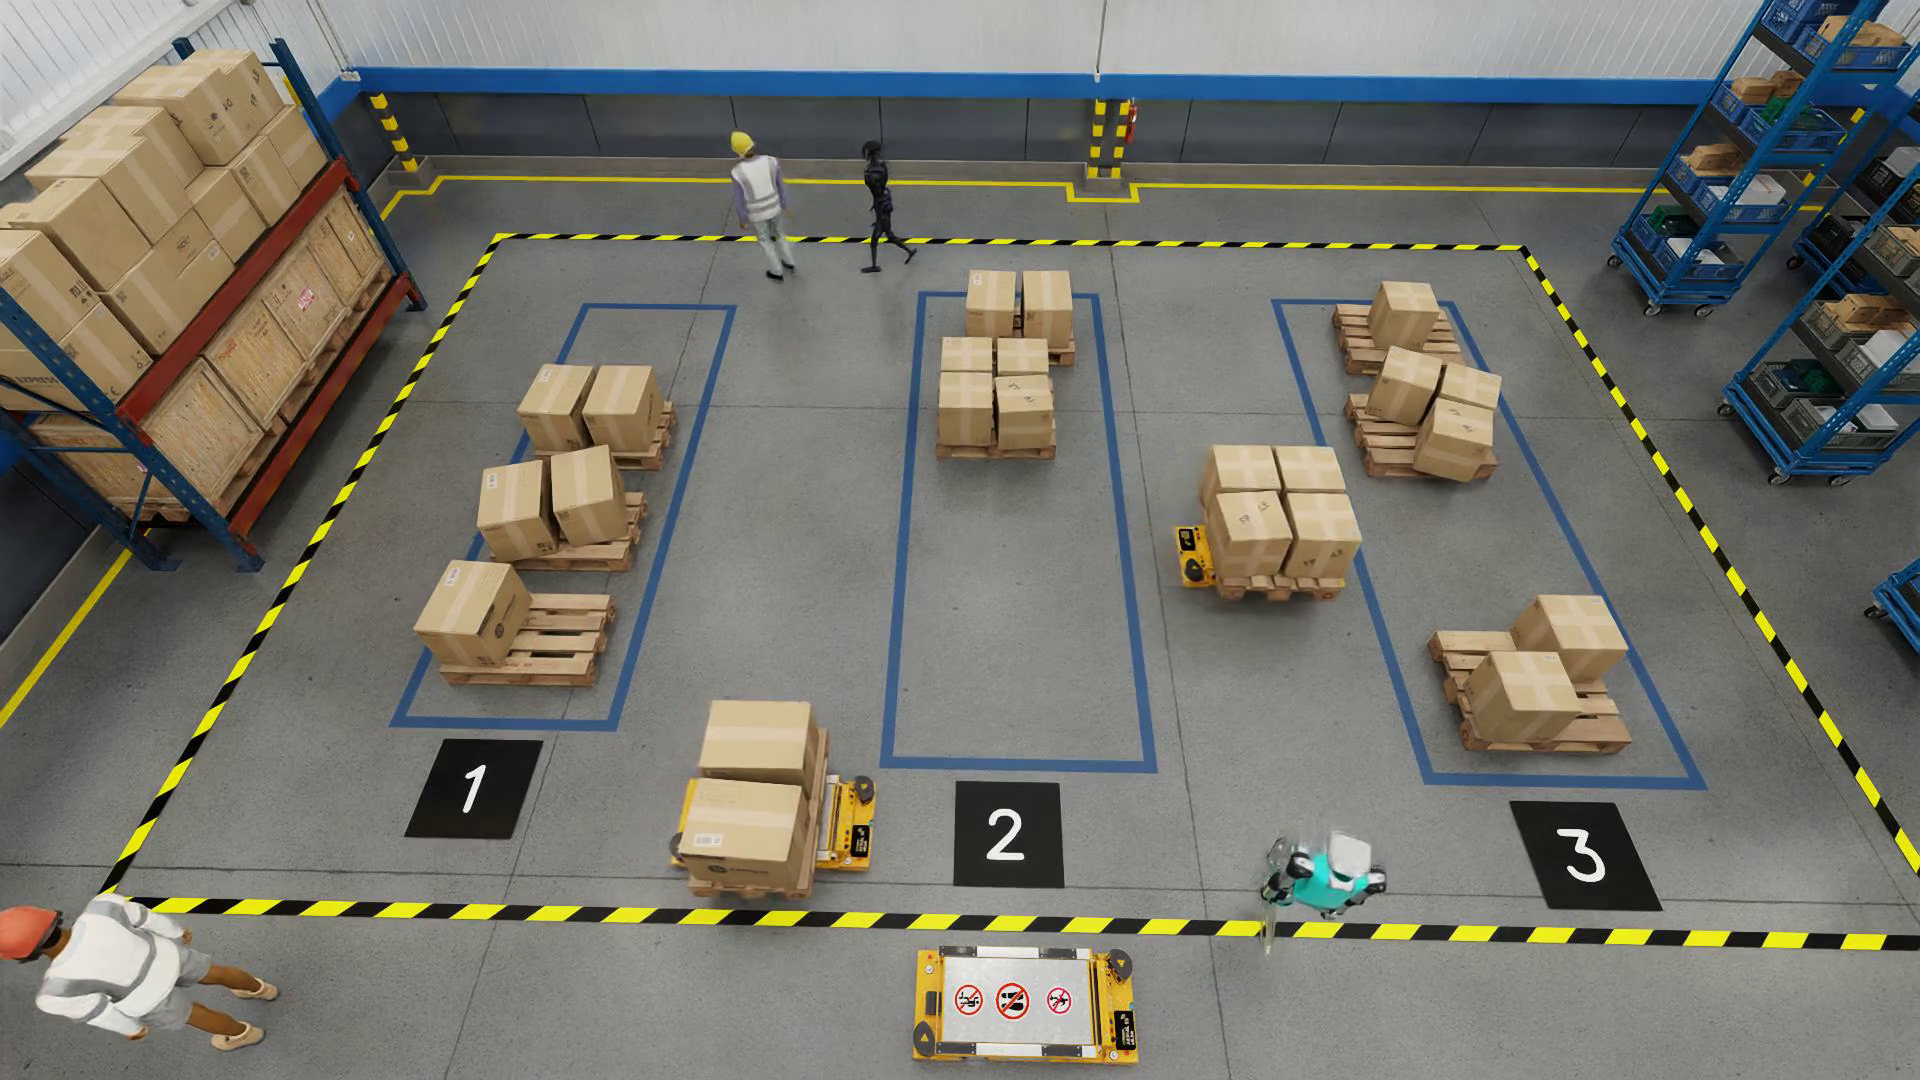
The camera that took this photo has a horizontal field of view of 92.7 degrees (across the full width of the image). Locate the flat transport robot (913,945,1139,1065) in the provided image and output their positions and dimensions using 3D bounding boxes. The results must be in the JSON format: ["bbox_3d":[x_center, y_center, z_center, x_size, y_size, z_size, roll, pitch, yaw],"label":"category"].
[{"bbox_3d":[0.422,3.041,6.007,1.431,0.231,0.659,1,51,1],"label":"flat transport robot"}]

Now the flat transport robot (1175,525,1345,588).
[{"bbox_3d":[2.733,0.123,8.367,1.431,0.197,0.652,1,51,1],"label":"flat transport robot"}]

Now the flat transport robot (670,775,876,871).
[{"bbox_3d":[-1.362,2.073,6.778,1.431,0.197,0.652,1,51,1],"label":"flat transport robot"}]

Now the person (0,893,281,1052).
[{"bbox_3d":[-4.708,2.526,5.284,0.379,2.039,0.614,-2,51,-2],"label":"person"}]

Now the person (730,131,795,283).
[{"bbox_3d":[-2.308,-3.841,10.633,0.613,1.802,0.507,-33,58,-24],"label":"person"}]

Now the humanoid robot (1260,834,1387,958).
[{"bbox_3d":[2.208,2.022,5.904,0.544,1.763,0.955,9,51,7],"label":"humanoid robot"}]

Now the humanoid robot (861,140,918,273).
[{"bbox_3d":[-0.871,-3.906,10.785,0.737,1.630,0.607,-7,51,-6],"label":"humanoid robot"}]
